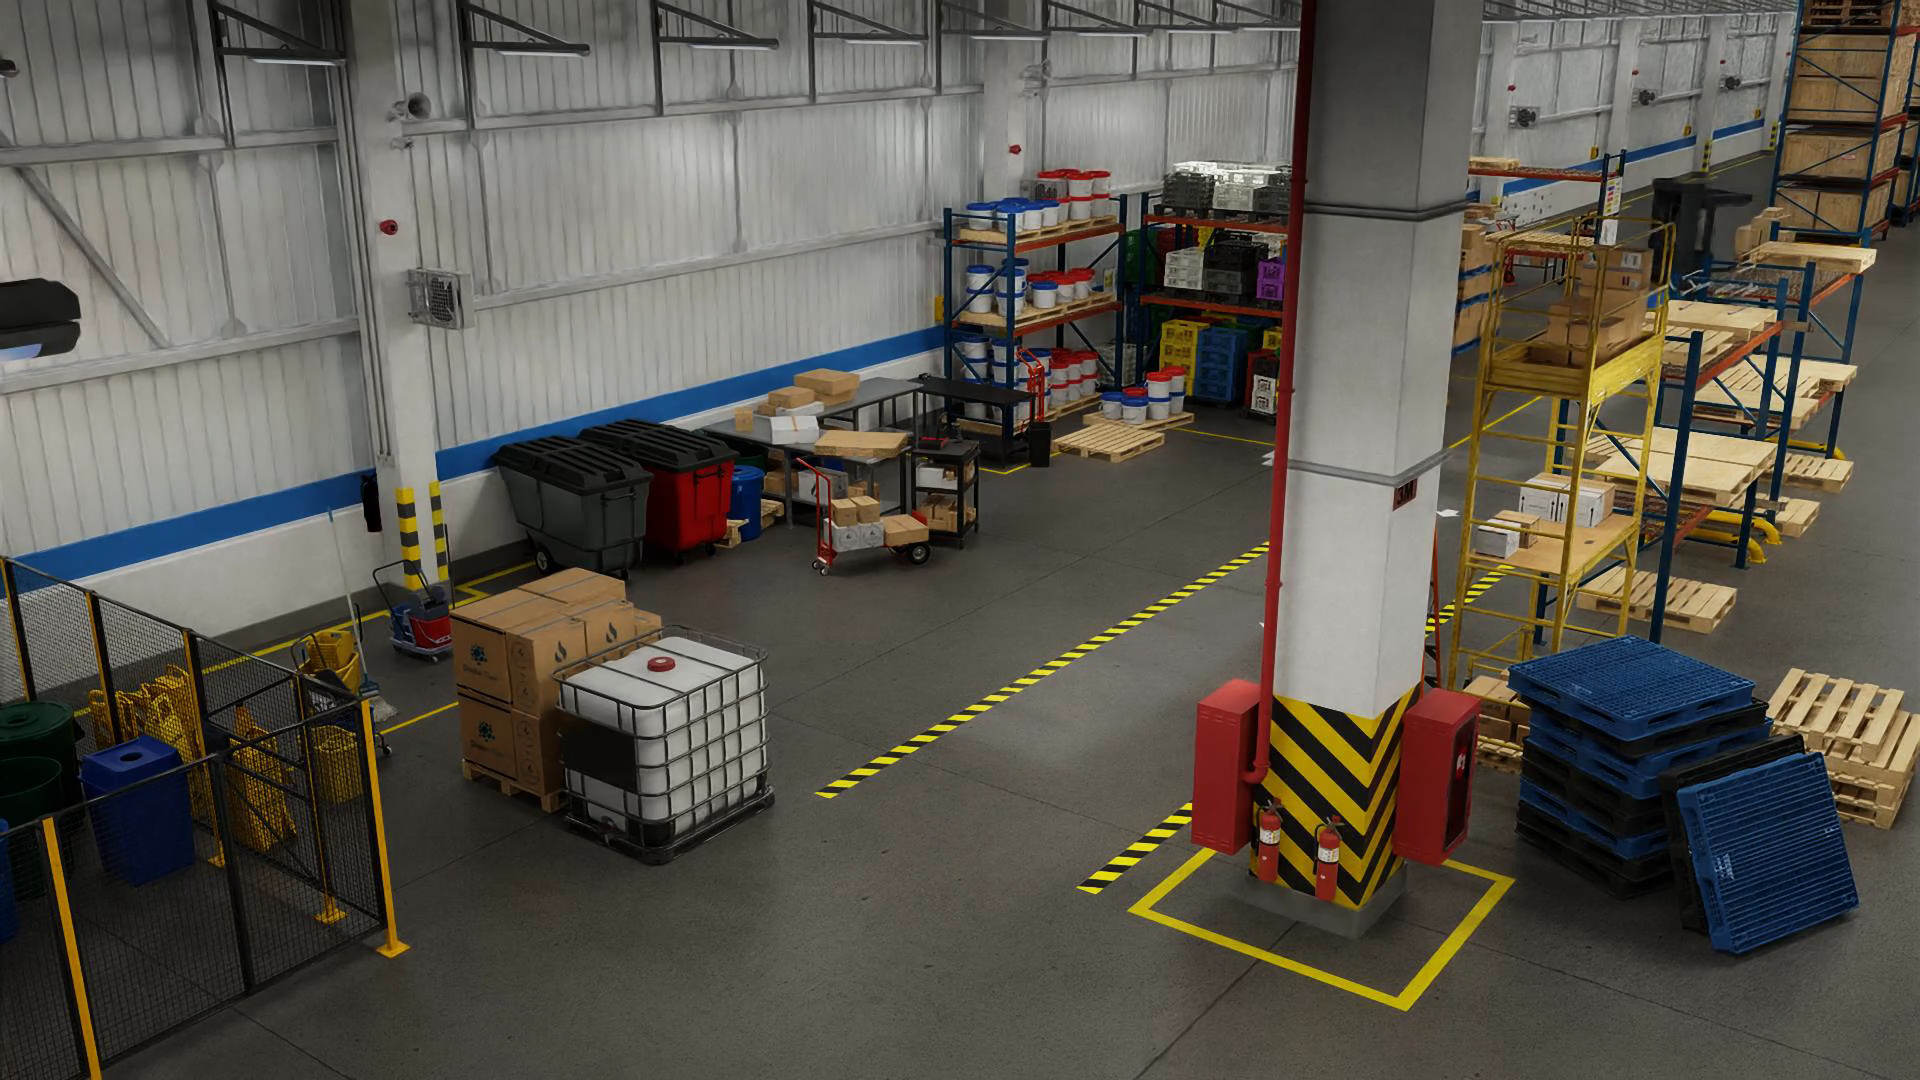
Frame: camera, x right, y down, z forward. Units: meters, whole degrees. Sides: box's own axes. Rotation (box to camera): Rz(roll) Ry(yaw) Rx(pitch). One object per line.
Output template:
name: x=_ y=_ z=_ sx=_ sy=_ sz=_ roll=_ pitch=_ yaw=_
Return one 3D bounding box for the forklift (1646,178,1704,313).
forklift: x=11.678 y=-4.530 z=27.485 sx=1.873 sy=2.768 sz=1.129 roll=-4 pitch=18 yaw=-11
